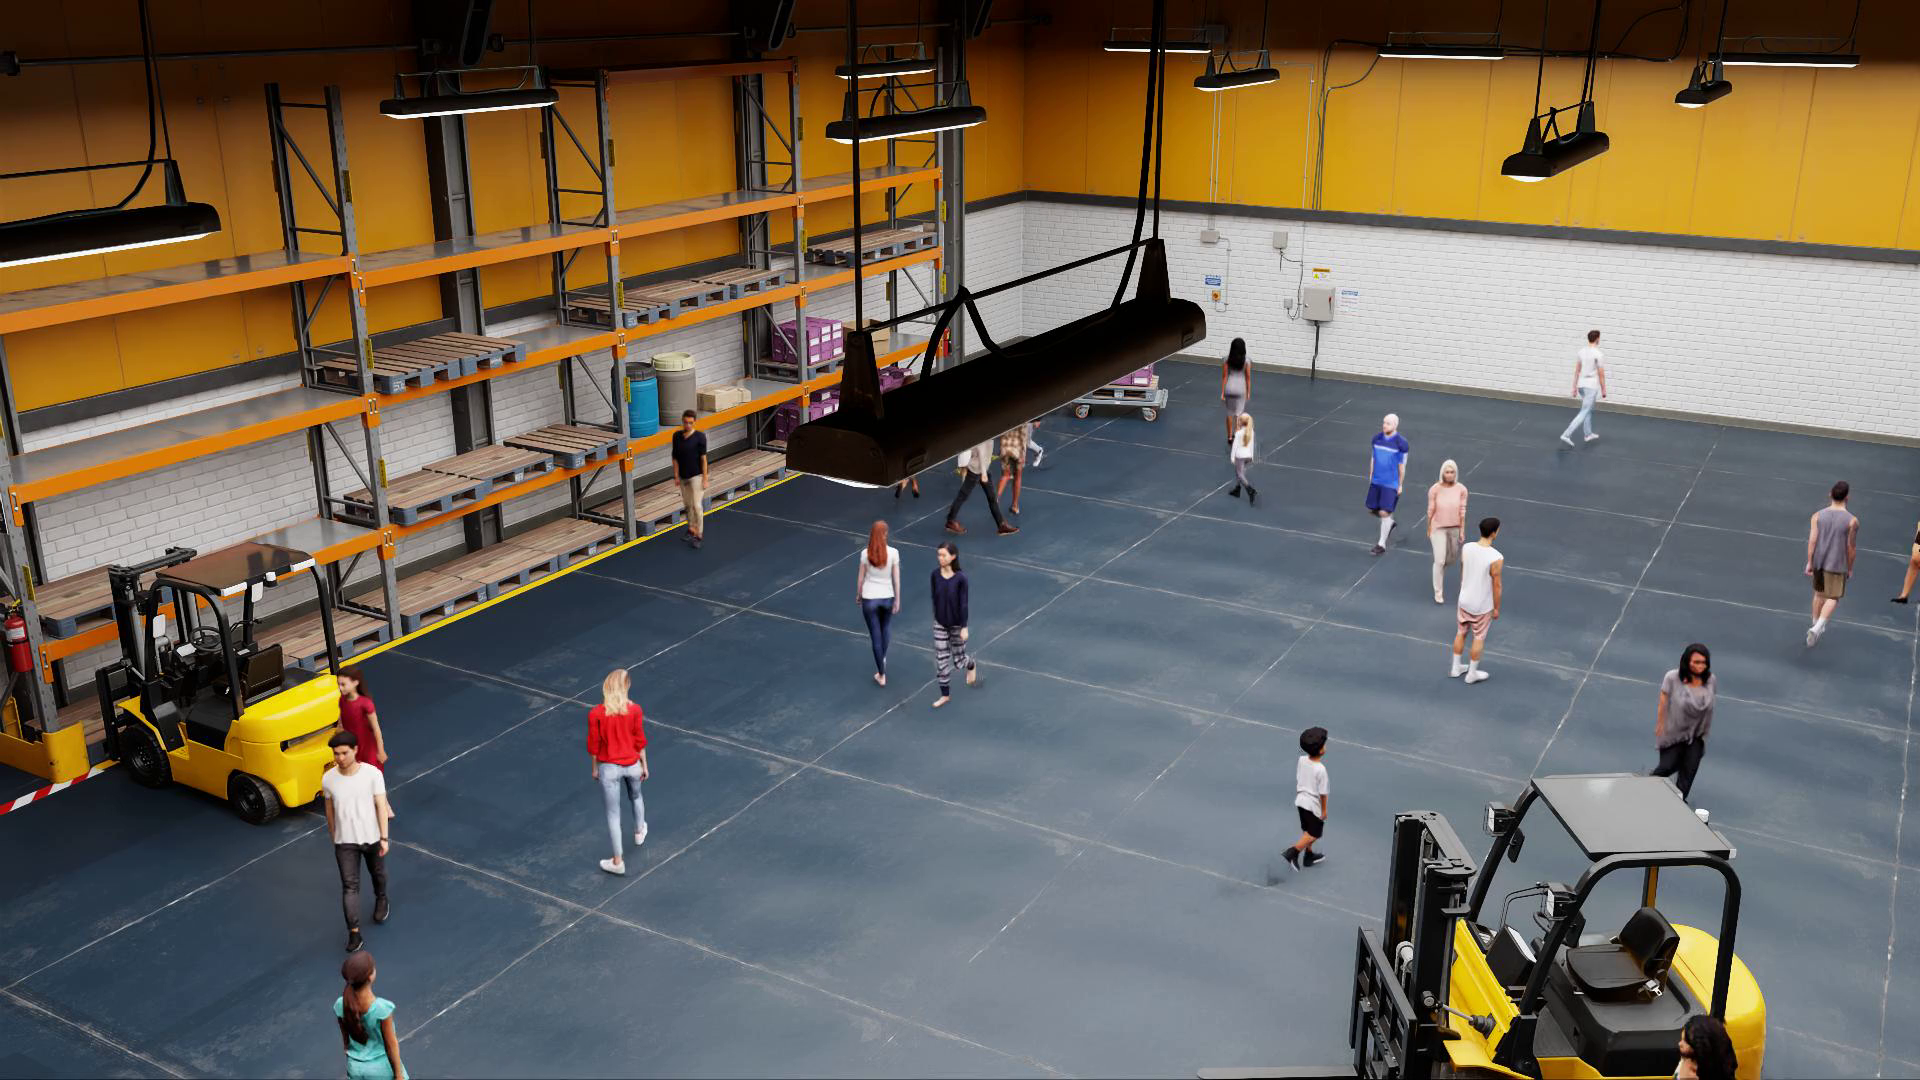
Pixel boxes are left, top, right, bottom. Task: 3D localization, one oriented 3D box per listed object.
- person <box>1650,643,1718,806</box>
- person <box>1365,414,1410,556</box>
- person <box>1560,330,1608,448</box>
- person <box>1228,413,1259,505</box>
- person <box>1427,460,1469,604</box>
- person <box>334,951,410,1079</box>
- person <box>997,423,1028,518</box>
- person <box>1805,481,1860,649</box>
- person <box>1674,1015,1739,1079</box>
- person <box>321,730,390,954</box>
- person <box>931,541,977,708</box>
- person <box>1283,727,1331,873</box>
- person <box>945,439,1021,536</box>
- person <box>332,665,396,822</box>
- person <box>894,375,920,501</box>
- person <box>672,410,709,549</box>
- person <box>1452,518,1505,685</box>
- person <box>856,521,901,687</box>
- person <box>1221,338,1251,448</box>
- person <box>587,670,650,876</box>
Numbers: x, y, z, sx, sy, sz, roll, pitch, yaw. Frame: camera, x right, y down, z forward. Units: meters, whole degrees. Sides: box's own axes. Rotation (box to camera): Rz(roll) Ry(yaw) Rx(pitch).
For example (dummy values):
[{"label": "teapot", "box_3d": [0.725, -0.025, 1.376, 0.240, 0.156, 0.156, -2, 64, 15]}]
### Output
[{"label": "person", "box_3d": [6.363, 1.623, 14.639, 0.791, 1.595, 0.882, 1, 19, 4]}, {"label": "person", "box_3d": [5.510, -0.732, 21.269, 1.000, 1.827, 0.842, -16, 24, -39]}, {"label": "person", "box_3d": [9.792, -2.347, 26.082, 1.279, 1.817, 1.110, -8, 20, -23]}, {"label": "person", "box_3d": [4.018, -1.139, 23.372, 0.871, 1.257, 0.810, -11, 21, -29]}, {"label": "person", "box_3d": [5.749, -0.145, 19.720, 0.863, 1.705, 1.050, 1, 19, 3]}, {"label": "person", "box_3d": [-3.557, 3.205, 10.003, 0.635, 1.556, 0.670, 3, 19, 10]}, {"label": "person", "box_3d": [0.666, -1.119, 22.506, 0.596, 1.772, 0.872, 10, 21, 26]}, {"label": "person", "box_3d": [9.366, 0.287, 17.959, 0.801, 1.824, 1.163, 17, 25, 41]}, {"label": "person", "box_3d": [4.213, 3.412, 9.357, 1.015, 1.576, 1.077, -1, 19, -4]}, {"label": "person", "box_3d": [-4.563, 2.222, 12.733, 1.044, 1.676, 1.144, -3, 19, -10]}, {"label": "person", "box_3d": [-0.052, 0.821, 16.841, 0.598, 1.710, 0.914, 11, 22, 30]}, {"label": "person", "box_3d": [2.844, 2.143, 13.630, 0.793, 1.254, 0.691, -9, 21, -26]}, {"label": "person", "box_3d": [0.152, -0.896, 21.788, 0.993, 1.808, 1.259, 3, 19, 10]}, {"label": "person", "box_3d": [-5.075, 1.759, 14.336, 0.526, 1.532, 0.737, 9, 21, 26]}, {"label": "person", "box_3d": [-0.717, -1.359, 23.149, 0.646, 1.816, 1.056, 8, 20, 23]}, {"label": "person", "box_3d": [-3.446, -0.827, 21.565, 0.718, 1.819, 0.845, 11, 22, 30]}, {"label": "person", "box_3d": [5.364, 0.628, 17.309, 0.720, 1.778, 0.734, -14, 23, -36]}, {"label": "person", "box_3d": [-0.827, 0.688, 17.245, 0.946, 1.705, 1.021, -5, 19, -13]}, {"label": "person", "box_3d": [4.279, -2.240, 25.853, 0.782, 1.759, 1.071, 4, 19, 12]}, {"label": "person", "box_3d": [-2.787, 1.917, 13.665, 0.944, 1.660, 0.978, -14, 23, -36]}]
